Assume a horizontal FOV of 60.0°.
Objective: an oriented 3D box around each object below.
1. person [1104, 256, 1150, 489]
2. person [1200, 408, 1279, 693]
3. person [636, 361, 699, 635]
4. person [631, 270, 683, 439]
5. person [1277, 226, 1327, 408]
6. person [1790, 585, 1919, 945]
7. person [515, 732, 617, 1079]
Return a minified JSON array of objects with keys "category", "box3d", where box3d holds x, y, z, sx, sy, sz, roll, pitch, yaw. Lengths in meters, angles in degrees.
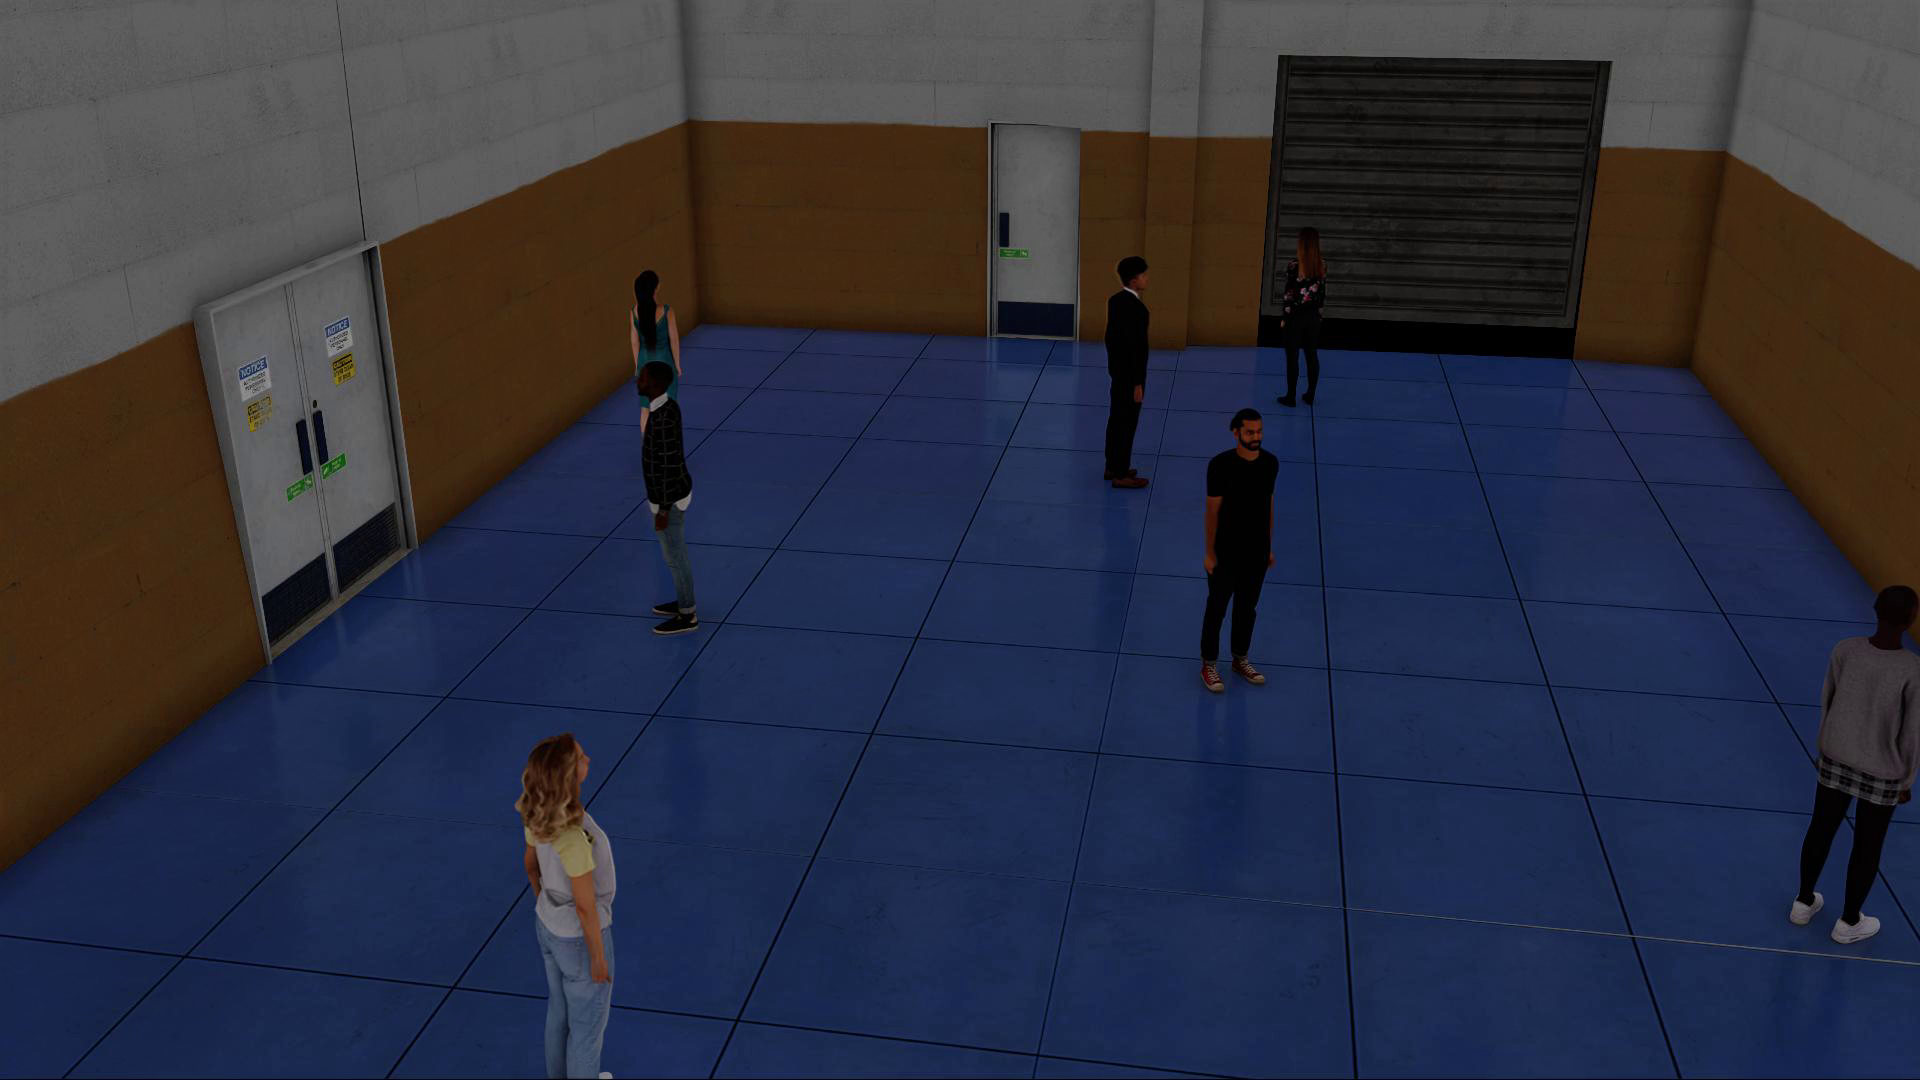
[{"category":"person","box3d":[1.335,-1.358,13.409,0.719,1.882,0.774,-6,23,-14]},{"category":"person","box3d":[1.685,0.045,10.083,0.687,1.758,0.787,-9,23,-20]},{"category":"person","box3d":[-1.885,-0.287,10.825,0.660,1.820,0.718,-2,22,-6]},{"category":"person","box3d":[-2.522,-1.413,13.807,0.453,1.687,0.625,1,22,3]},{"category":"person","box3d":[3.187,-2.076,15.462,0.603,1.683,0.715,-8,23,-18]},{"category":"person","box3d":[4.138,1.021,7.635,0.754,1.772,0.684,-16,27,-35]},{"category":"person","box3d":[-1.501,1.524,6.430,0.766,1.722,0.688,-17,27,-36]}]
